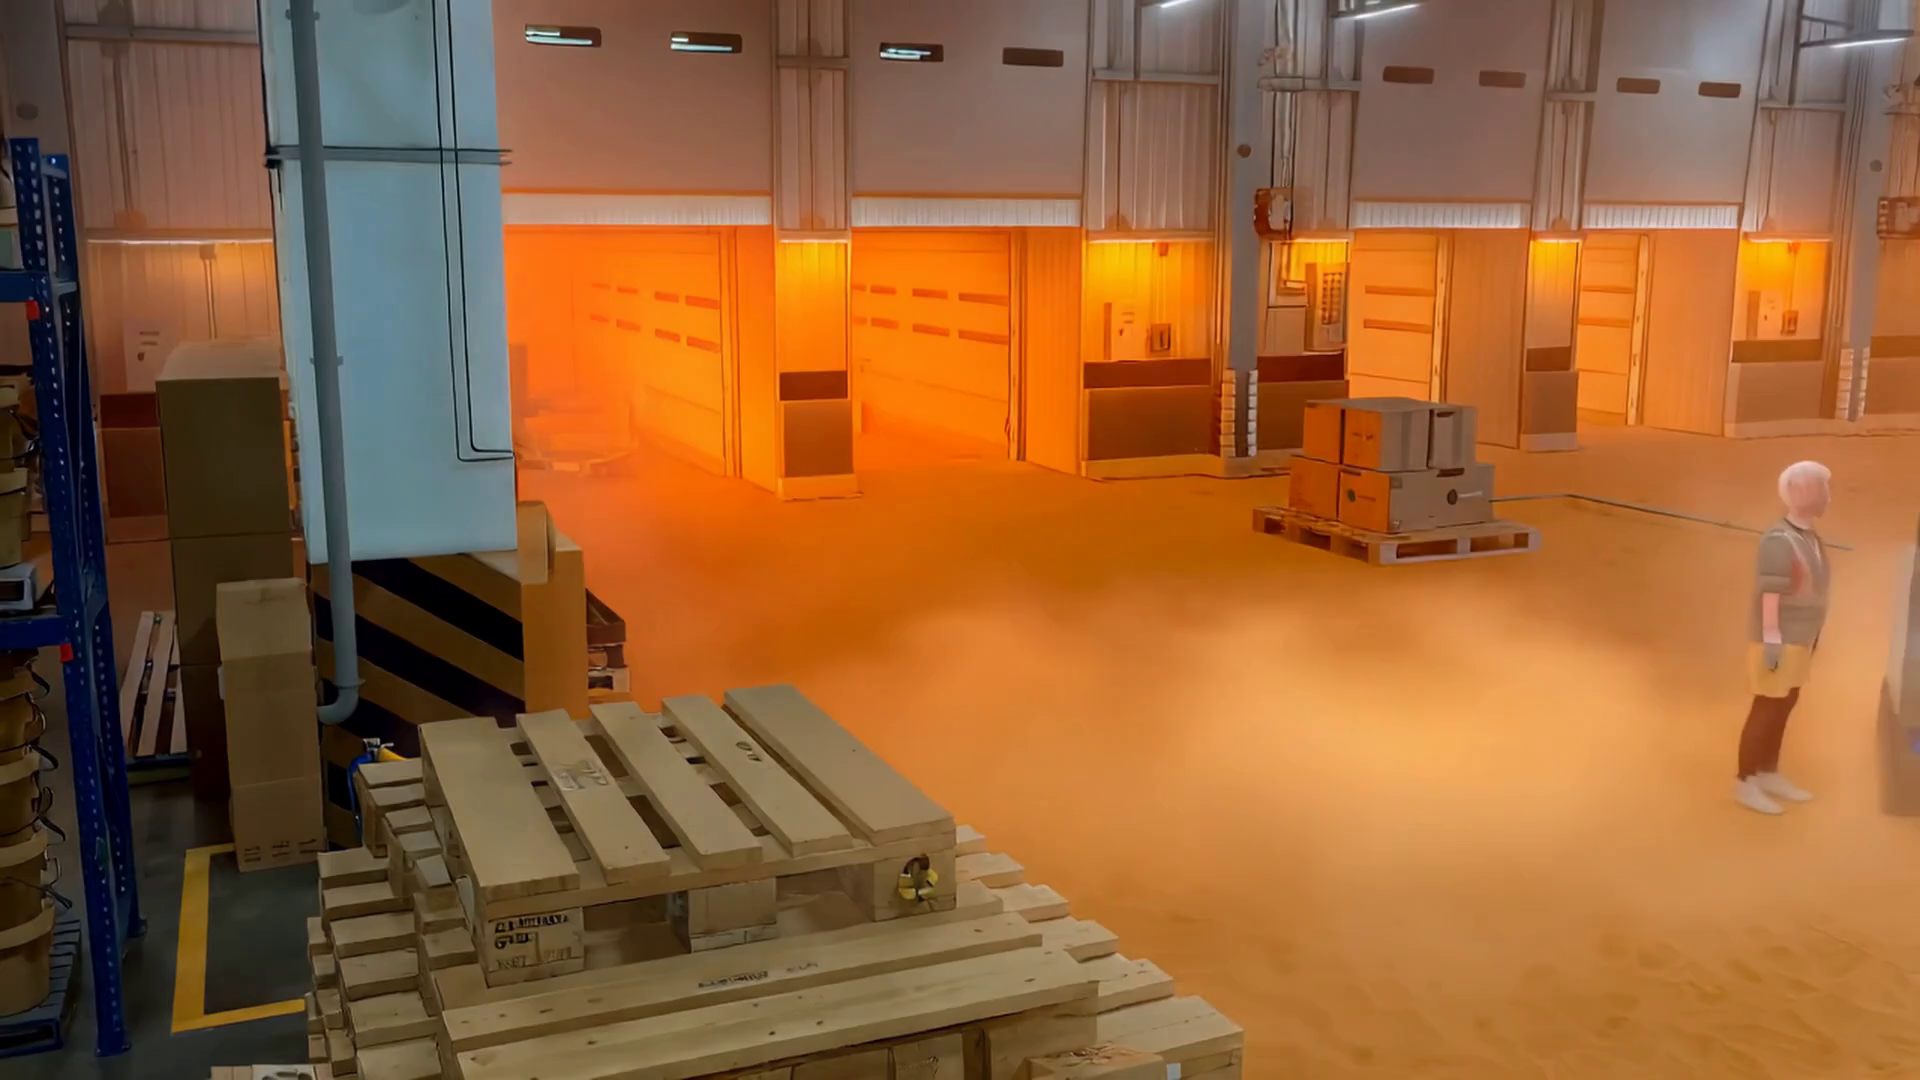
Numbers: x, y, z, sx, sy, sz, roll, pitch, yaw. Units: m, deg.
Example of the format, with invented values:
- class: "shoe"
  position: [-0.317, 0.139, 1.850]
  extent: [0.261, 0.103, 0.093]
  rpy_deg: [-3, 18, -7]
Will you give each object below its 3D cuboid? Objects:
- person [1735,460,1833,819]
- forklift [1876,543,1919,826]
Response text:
- class: "person"
  position: [3.937, 0.461, 7.912]
  extent: [0.540, 1.695, 0.317]
  rpy_deg: [-10, 14, -43]
- class: "forklift"
  position: [5.205, -0.147, 7.997]
  extent: [1.129, 2.768, 1.873]
  rpy_deg: [5, 11, 25]
